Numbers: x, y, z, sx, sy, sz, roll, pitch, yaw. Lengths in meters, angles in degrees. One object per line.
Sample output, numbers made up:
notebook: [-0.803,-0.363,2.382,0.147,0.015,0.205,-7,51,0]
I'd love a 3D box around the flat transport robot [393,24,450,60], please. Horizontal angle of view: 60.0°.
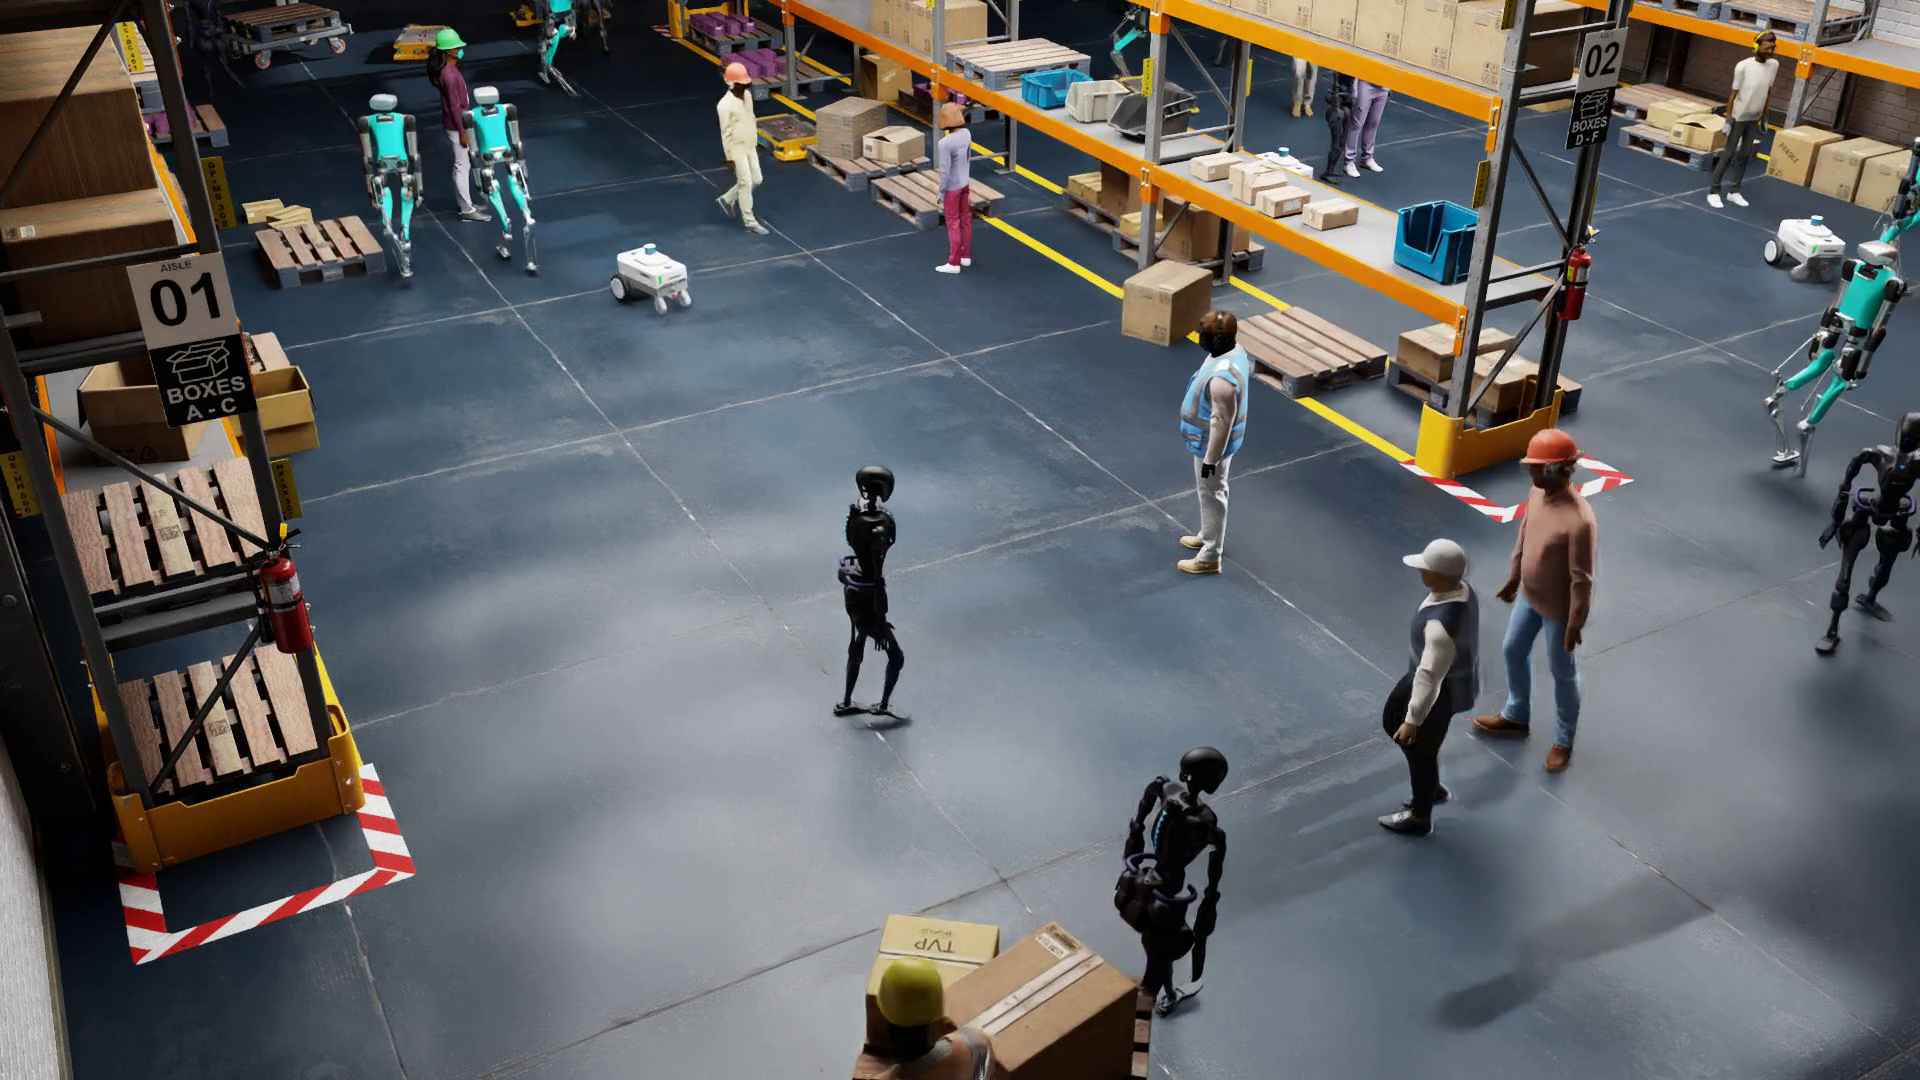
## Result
flat transport robot: [-7.679,-7.129,23.819,0.659,0.231,1.431,-4,30,-7]

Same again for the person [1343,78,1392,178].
person: [4.576,-5.018,18.502,0.650,1.906,0.413,-18,35,-29]

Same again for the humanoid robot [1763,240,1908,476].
humanoid robot: [6.310,-1.247,12.239,0.804,1.893,0.531,-8,31,-14]

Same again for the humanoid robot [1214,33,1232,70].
humanoid robot: [3.749,-7.258,22.636,0.613,1.636,0.410,24,38,35]

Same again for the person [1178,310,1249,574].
person: [1.655,-0.646,10.958,0.429,1.840,0.635,6,30,10]

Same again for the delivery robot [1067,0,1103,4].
delivery robot: [1.980,-8.937,26.661,0.750,0.575,0.499,-8,31,-14]

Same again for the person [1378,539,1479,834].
person: [2.426,0.774,8.579,0.476,1.739,0.788,11,32,18]

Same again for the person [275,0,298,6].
person: [-10.096,-8.617,24.835,0.431,1.841,0.620,11,32,19]

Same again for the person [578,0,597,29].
person: [-5.554,-8.453,24.679,0.587,1.710,0.415,15,33,24]

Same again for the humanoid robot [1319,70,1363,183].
humanoid robot: [4.227,-4.795,18.346,0.329,1.655,0.586,21,36,32]

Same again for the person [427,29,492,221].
person: [-5.190,-4.272,17.159,0.417,1.953,0.488,-10,31,-17]

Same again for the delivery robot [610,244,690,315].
delivery robot: [-2.837,-2.438,15.359,0.499,0.587,0.772,-26,39,-38]

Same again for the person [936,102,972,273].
person: [-0.064,-3.360,15.887,0.285,1.631,0.500,17,34,27]

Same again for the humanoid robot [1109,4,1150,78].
humanoid robot: [2.214,-6.786,21.741,0.699,1.770,0.530,3,30,5]

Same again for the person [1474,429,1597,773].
person: [3.270,0.332,9.159,0.479,1.951,0.700,-6,30,-11]

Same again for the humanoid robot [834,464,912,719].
humanoid robot: [-0.528,0.304,9.470,0.433,1.647,0.610,-7,31,-12]

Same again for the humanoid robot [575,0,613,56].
humanoid robot: [-5.178,-7.623,23.302,0.604,1.622,0.782,-12,32,-20]

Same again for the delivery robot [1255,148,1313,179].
delivery robot: [3.464,-3.937,17.976,0.499,0.595,0.792,-17,34,-27]

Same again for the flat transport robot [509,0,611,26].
flat transport robot: [-6.130,-8.083,25.481,1.431,0.231,0.659,-12,32,-19]

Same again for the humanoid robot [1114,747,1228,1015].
humanoid robot: [0.877,1.583,7.289,0.728,1.609,0.616,-18,34,-28]

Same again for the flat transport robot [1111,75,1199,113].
flat transport robot: [2.477,-5.716,21.361,0.659,0.231,1.431,-9,31,-15]

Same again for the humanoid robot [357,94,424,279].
humanoid robot: [-5.291,-3.210,15.565,0.543,1.740,1.009,-6,30,-11]

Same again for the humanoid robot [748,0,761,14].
humanoid robot: [-3.253,-8.950,25.579,0.843,1.820,0.531,-8,31,-14]

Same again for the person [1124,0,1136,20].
person: [2.688,-8.860,25.249,0.341,1.847,0.509,-1,30,-1]

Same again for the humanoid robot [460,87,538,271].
humanoid robot: [-4.312,-3.358,15.827,0.543,1.775,1.012,-15,33,-24]

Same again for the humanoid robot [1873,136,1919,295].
humanoid robot: [8.727,-3.064,15.315,0.536,1.842,0.671,-4,30,-7]

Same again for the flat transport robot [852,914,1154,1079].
flat transport robot: [0.202,2.398,7.236,0.659,0.231,1.431,5,30,8]

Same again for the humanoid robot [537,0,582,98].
humanoid robot: [-5.348,-6.649,21.595,1.065,1.774,0.531,21,36,32]

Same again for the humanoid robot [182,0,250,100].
humanoid robot: [-9.544,-6.418,21.193,0.677,1.637,0.593,13,32,22]

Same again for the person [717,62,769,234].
person: [-2.241,-3.977,16.850,0.562,1.736,0.576,11,32,18]

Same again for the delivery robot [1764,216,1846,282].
delivery robot: [8.184,-2.839,16.068,0.519,0.598,0.769,-2,30,-3]

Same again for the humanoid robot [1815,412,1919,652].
humanoid robot: [5.665,-0.117,10.254,0.596,1.607,0.754,11,32,18]

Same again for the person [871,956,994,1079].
person: [-0.082,2.289,5.813,0.611,1.899,0.773,-24,38,-35]

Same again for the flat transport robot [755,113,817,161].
flat transport robot: [-2.076,-4.802,19.770,0.659,0.231,1.431,-15,33,-24]

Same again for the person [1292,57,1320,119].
person: [4.333,-6.133,20.475,0.594,1.876,0.627,0,30,0]

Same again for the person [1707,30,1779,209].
person: [8.285,-4.430,17.524,0.504,1.865,0.313,-7,31,-13]
